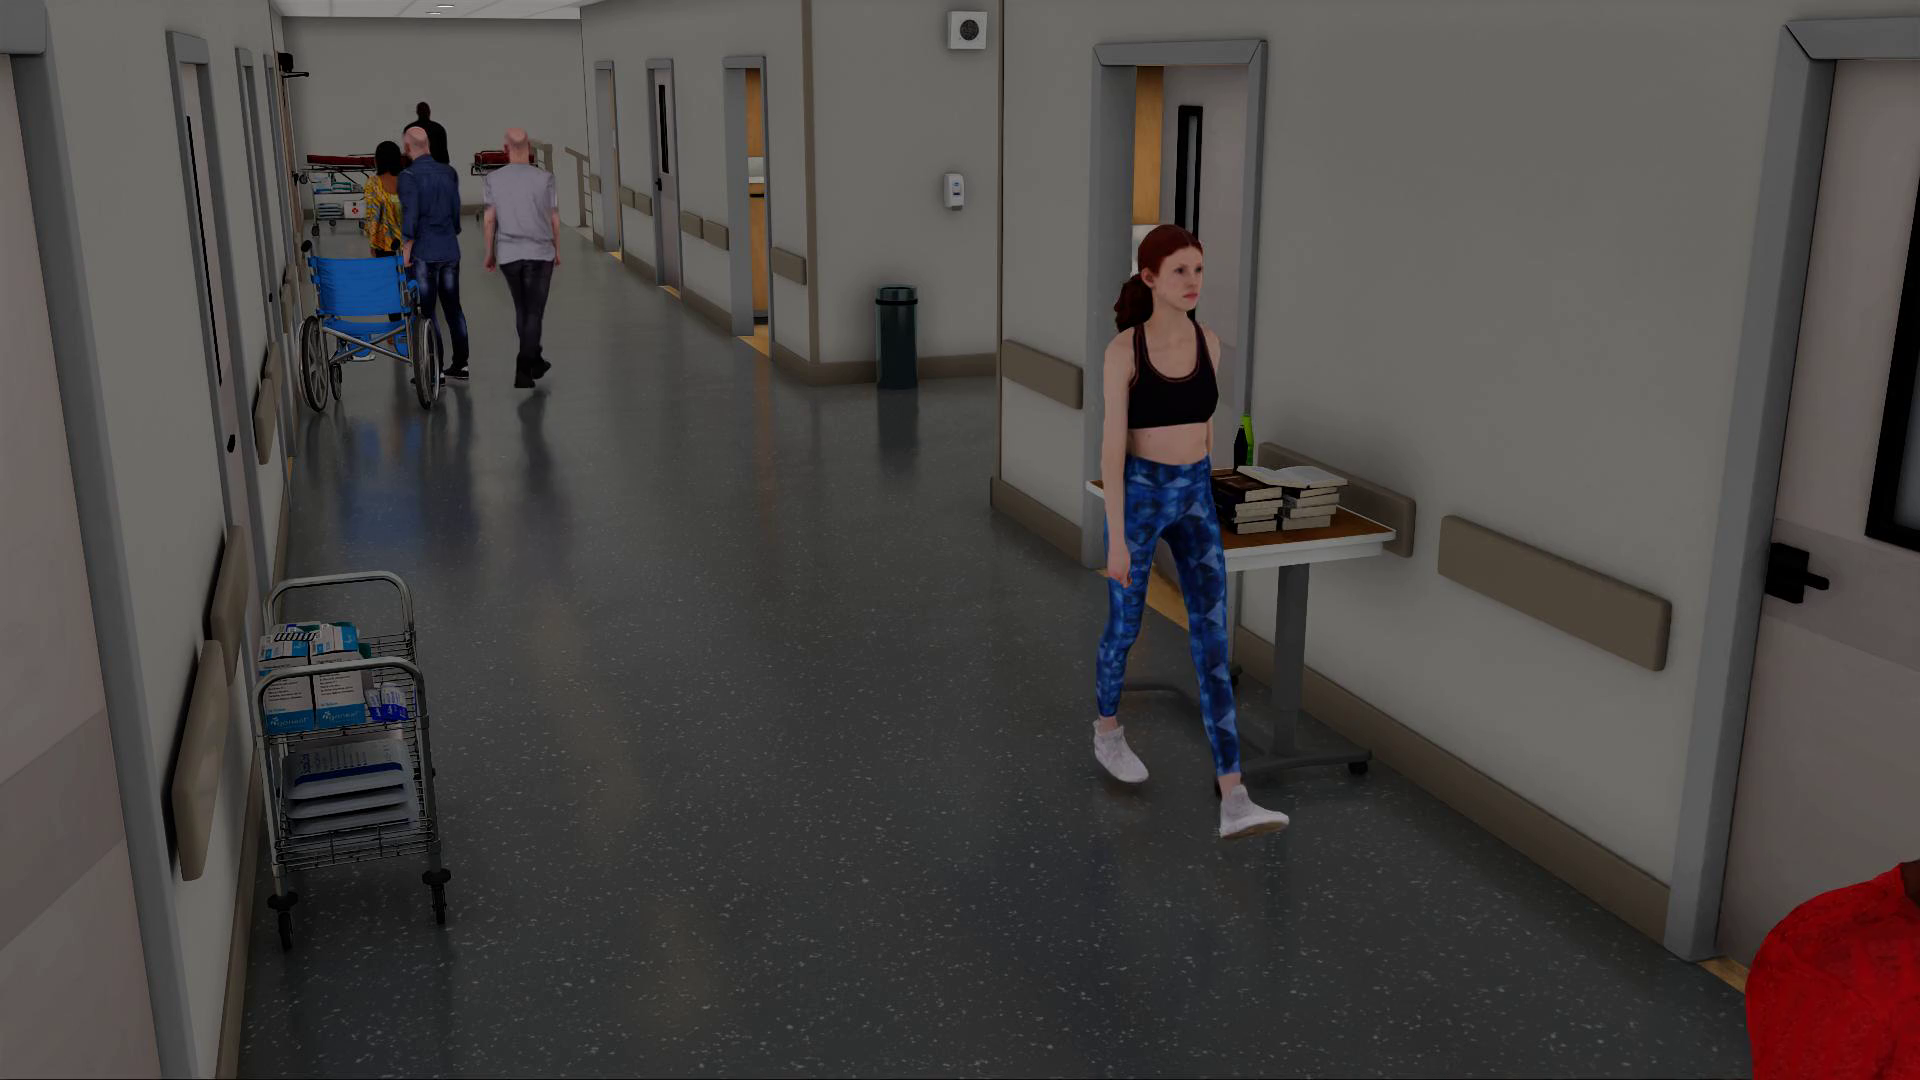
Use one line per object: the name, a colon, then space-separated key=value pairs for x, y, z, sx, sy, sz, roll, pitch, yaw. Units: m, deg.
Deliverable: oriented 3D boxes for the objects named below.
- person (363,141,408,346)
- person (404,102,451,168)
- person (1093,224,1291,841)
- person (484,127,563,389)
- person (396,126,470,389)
person: x=-4.631 y=-2.447 z=13.718 sx=0.797 sy=1.655 sz=0.835 roll=-11 pitch=19 yaw=-34
person: x=-6.953 y=-4.774 z=21.700 sx=0.825 sy=1.802 sz=1.044 roll=-3 pitch=16 yaw=-9
person: x=0.545 y=-0.020 z=4.959 sx=0.634 sy=1.736 sz=1.191 roll=-7 pitch=17 yaw=-23
person: x=-3.056 y=-1.928 z=11.621 sx=0.974 sy=1.793 sz=1.227 roll=1 pitch=16 yaw=4
person: x=-3.780 y=-2.025 z=11.907 sx=0.841 sy=1.826 sz=0.791 roll=8 pitch=18 yaw=26
